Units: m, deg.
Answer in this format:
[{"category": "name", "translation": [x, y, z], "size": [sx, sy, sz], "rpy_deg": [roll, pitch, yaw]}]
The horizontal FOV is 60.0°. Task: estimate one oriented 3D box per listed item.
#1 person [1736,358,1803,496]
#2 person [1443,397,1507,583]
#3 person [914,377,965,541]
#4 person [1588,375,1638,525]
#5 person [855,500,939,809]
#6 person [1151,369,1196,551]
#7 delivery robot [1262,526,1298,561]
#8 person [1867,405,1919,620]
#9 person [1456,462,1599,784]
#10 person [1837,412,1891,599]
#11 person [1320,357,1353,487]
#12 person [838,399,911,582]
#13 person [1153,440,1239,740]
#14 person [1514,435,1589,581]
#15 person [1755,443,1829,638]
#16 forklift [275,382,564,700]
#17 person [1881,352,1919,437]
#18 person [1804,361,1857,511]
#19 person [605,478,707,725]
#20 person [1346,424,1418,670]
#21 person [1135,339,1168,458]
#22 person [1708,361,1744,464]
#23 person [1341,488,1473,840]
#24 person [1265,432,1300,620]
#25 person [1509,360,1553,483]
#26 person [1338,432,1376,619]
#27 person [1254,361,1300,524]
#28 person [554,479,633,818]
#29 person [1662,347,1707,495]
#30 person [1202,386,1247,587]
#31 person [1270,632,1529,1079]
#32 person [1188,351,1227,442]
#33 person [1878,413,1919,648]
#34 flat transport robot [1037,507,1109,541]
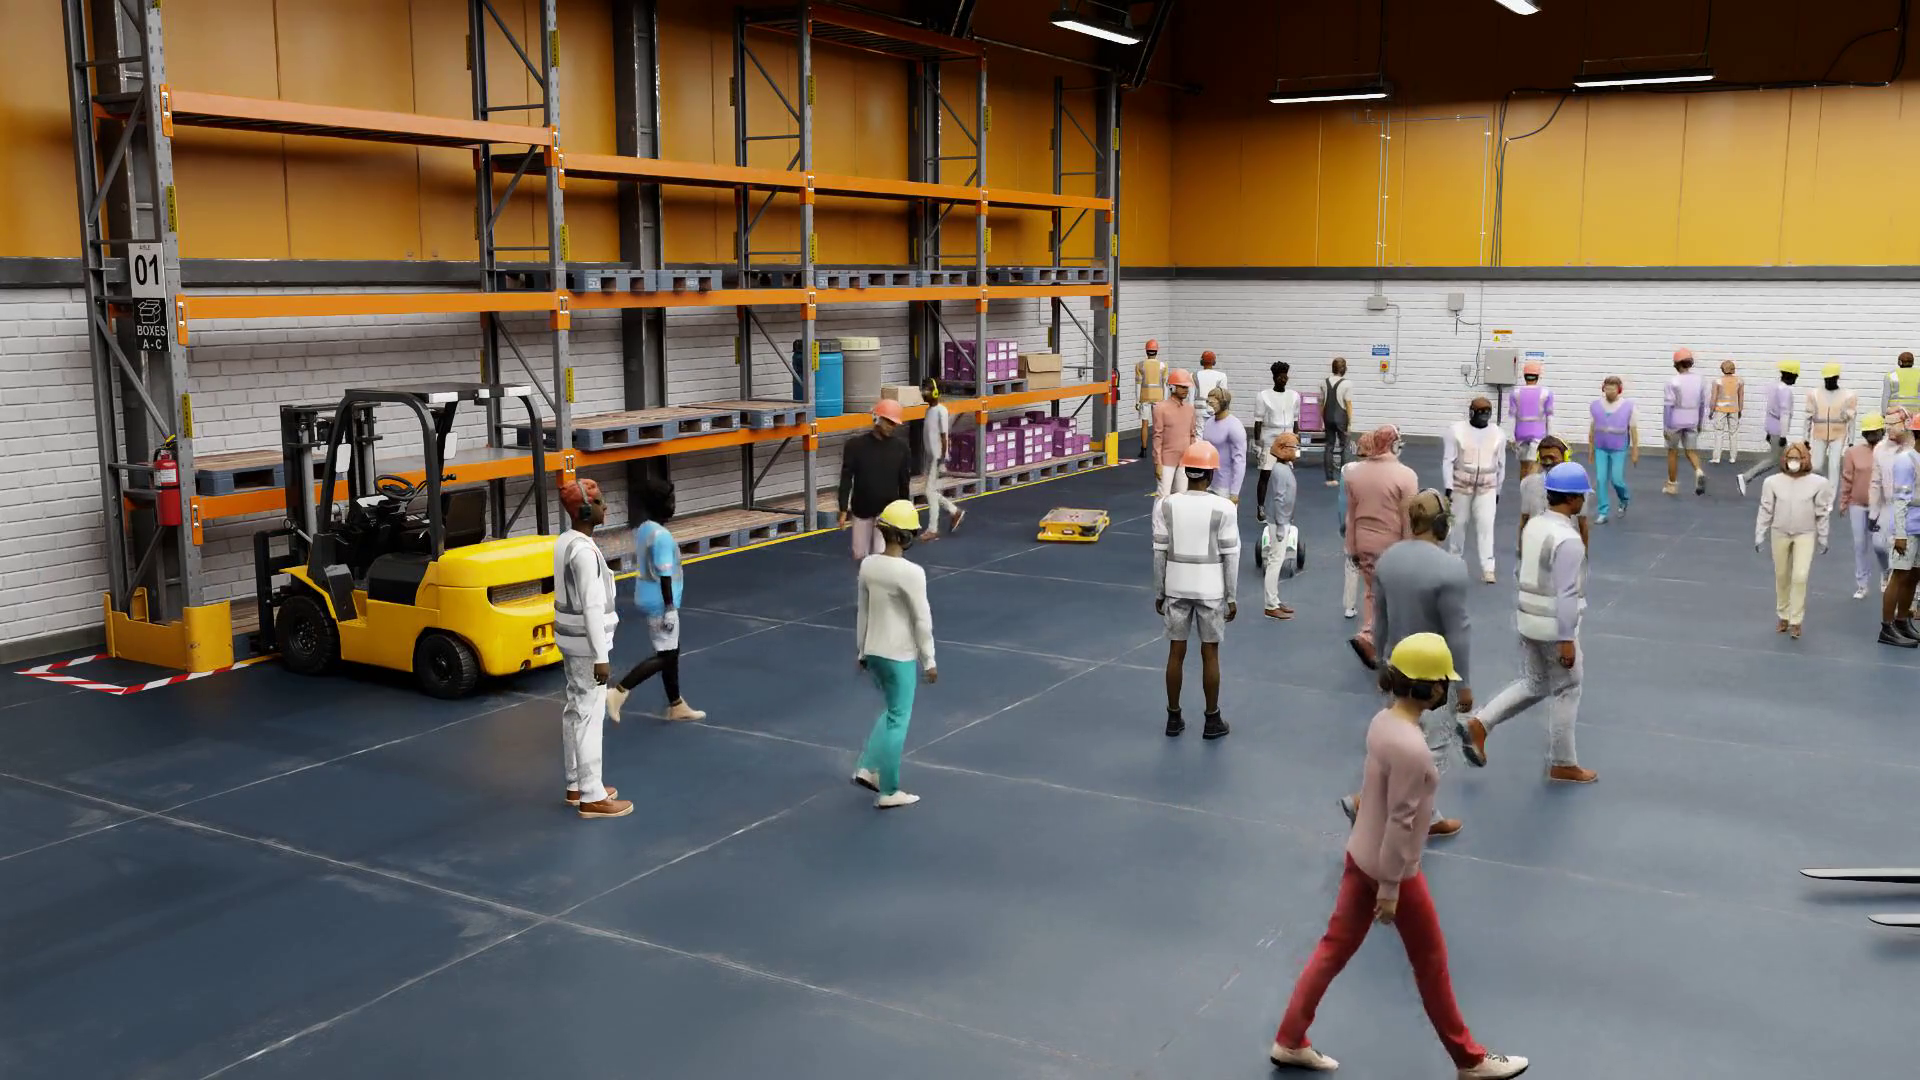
[{"category": "person", "translation": [10.847, -1.482, 22.184], "size": [0.776, 1.898, 0.597], "rpy_deg": [2, 9, 14]}, {"category": "person", "translation": [5.078, -0.514, 16.429], "size": [0.626, 1.808, 0.829], "rpy_deg": [1, 9, 7]}, {"category": "person", "translation": [-0.239, -0.909, 18.758], "size": [0.585, 1.856, 0.515], "rpy_deg": [-4, 10, -24]}, {"category": "person", "translation": [7.856, -1.087, 19.996], "size": [0.573, 1.814, 0.589], "rpy_deg": [8, 12, 41]}, {"category": "person", "translation": [-0.354, 0.647, 9.360], "size": [0.376, 1.752, 0.531], "rpy_deg": [-7, 11, -37]}, {"category": "person", "translation": [2.327, -0.855, 17.999], "size": [0.617, 1.990, 0.400], "rpy_deg": [-7, 11, -37]}, {"category": "delivery robot", "translation": [3.234, 0.001, 16.799], "size": [0.477, 0.478, 0.707], "rpy_deg": [2, 9, 12]}, {"category": "person", "translation": [8.183, -0.227, 14.412], "size": [0.477, 1.874, 0.676], "rpy_deg": [-4, 10, -22]}, {"category": "person", "translation": [3.390, 0.494, 9.769], "size": [0.745, 1.927, 0.617], "rpy_deg": [-1, 9, -3]}, {"category": "person", "translation": [8.401, -0.308, 15.349], "size": [0.527, 1.745, 0.381], "rpy_deg": [8, 12, 42]}, {"category": "person", "translation": [5.305, -1.649, 23.408], "size": [0.527, 1.843, 0.390], "rpy_deg": [8, 12, 40]}, {"category": "person", "translation": [-0.744, -0.278, 14.528], "size": [0.640, 1.944, 0.894], "rpy_deg": [0, 9, -3]}, {"category": "person", "translation": [1.534, 0.321, 10.796], "size": [0.552, 1.934, 0.373], "rpy_deg": [4, 10, 21]}, {"category": "person", "translation": [4.422, 0.119, 12.418], "size": [0.523, 1.832, 0.768], "rpy_deg": [4, 10, 23]}, {"category": "person", "translation": [6.865, 0.006, 13.762], "size": [0.534, 1.603, 0.725], "rpy_deg": [6, 11, 35]}, {"category": "forklift", "translation": [-3.974, -0.067, 12.417], "size": [2.313, 2.155, 1.214], "rpy_deg": [5, 11, 30]}, {"category": "person", "translation": [14.187, -1.912, 25.043], "size": [0.625, 1.841, 0.429], "rpy_deg": [2, 9, 12]}, {"category": "person", "translation": [11.072, -1.321, 21.165], "size": [0.609, 1.906, 0.513], "rpy_deg": [6, 11, 34]}, {"category": "person", "translation": [-2.036, 0.424, 10.944], "size": [0.677, 1.675, 0.535], "rpy_deg": [-4, 10, -23]}, {"category": "person", "translation": [3.163, 0.068, 12.524], "size": [0.545, 1.886, 0.660], "rpy_deg": [-6, 11, -32]}, {"category": "person", "translation": [3.121, -2.300, 27.155], "size": [0.545, 1.938, 0.355], "rpy_deg": [0, 9, -1]}, {"category": "person", "translation": [12.122, -2.017, 26.316], "size": [0.514, 1.640, 0.310], "rpy_deg": [1, 9, 5]}, {"category": "person", "translation": [2.332, 0.684, 8.612], "size": [0.783, 1.917, 0.635], "rpy_deg": [-3, 10, -20]}, {"category": "person", "translation": [2.823, -0.125, 14.573], "size": [0.280, 1.617, 0.501], "rpy_deg": [3, 9, 16]}, {"category": "person", "translation": [7.311, -1.355, 21.376], "size": [0.541, 1.910, 0.916], "rpy_deg": [5, 10, 29]}, {"category": "person", "translation": [3.530, -0.115, 14.441], "size": [0.514, 1.640, 0.314], "rpy_deg": [6, 11, 35]}, {"category": "person", "translation": [3.824, -1.176, 20.047], "size": [0.614, 1.963, 0.362], "rpy_deg": [-3, 10, -18]}, {"category": "person", "translation": [-2.064, 0.597, 9.242], "size": [0.355, 1.885, 0.575], "rpy_deg": [-5, 10, -26]}, {"category": "person", "translation": [9.758, -1.575, 22.366], "size": [0.635, 2.027, 0.725], "rpy_deg": [-1, 9, -7]}, {"category": "person", "translation": [2.498, -0.505, 15.944], "size": [0.354, 1.937, 0.635], "rpy_deg": [-4, 10, -22]}, {"category": "person", "translation": [1.606, 1.179, 6.143], "size": [0.938, 1.710, 0.536], "rpy_deg": [0, 9, -2]}, {"category": "person", "translation": [3.636, -1.837, 24.428], "size": [0.576, 1.884, 0.354], "rpy_deg": [1, 9, 9]}, {"category": "person", "translation": [7.718, -0.091, 13.412], "size": [0.540, 1.930, 0.382], "rpy_deg": [-6, 11, -31]}, {"category": "flat transport robot", "translation": [1.315, -0.186, 19.141], "size": [0.652, 0.197, 1.431], "rpy_deg": [2, 9, 11]}]
